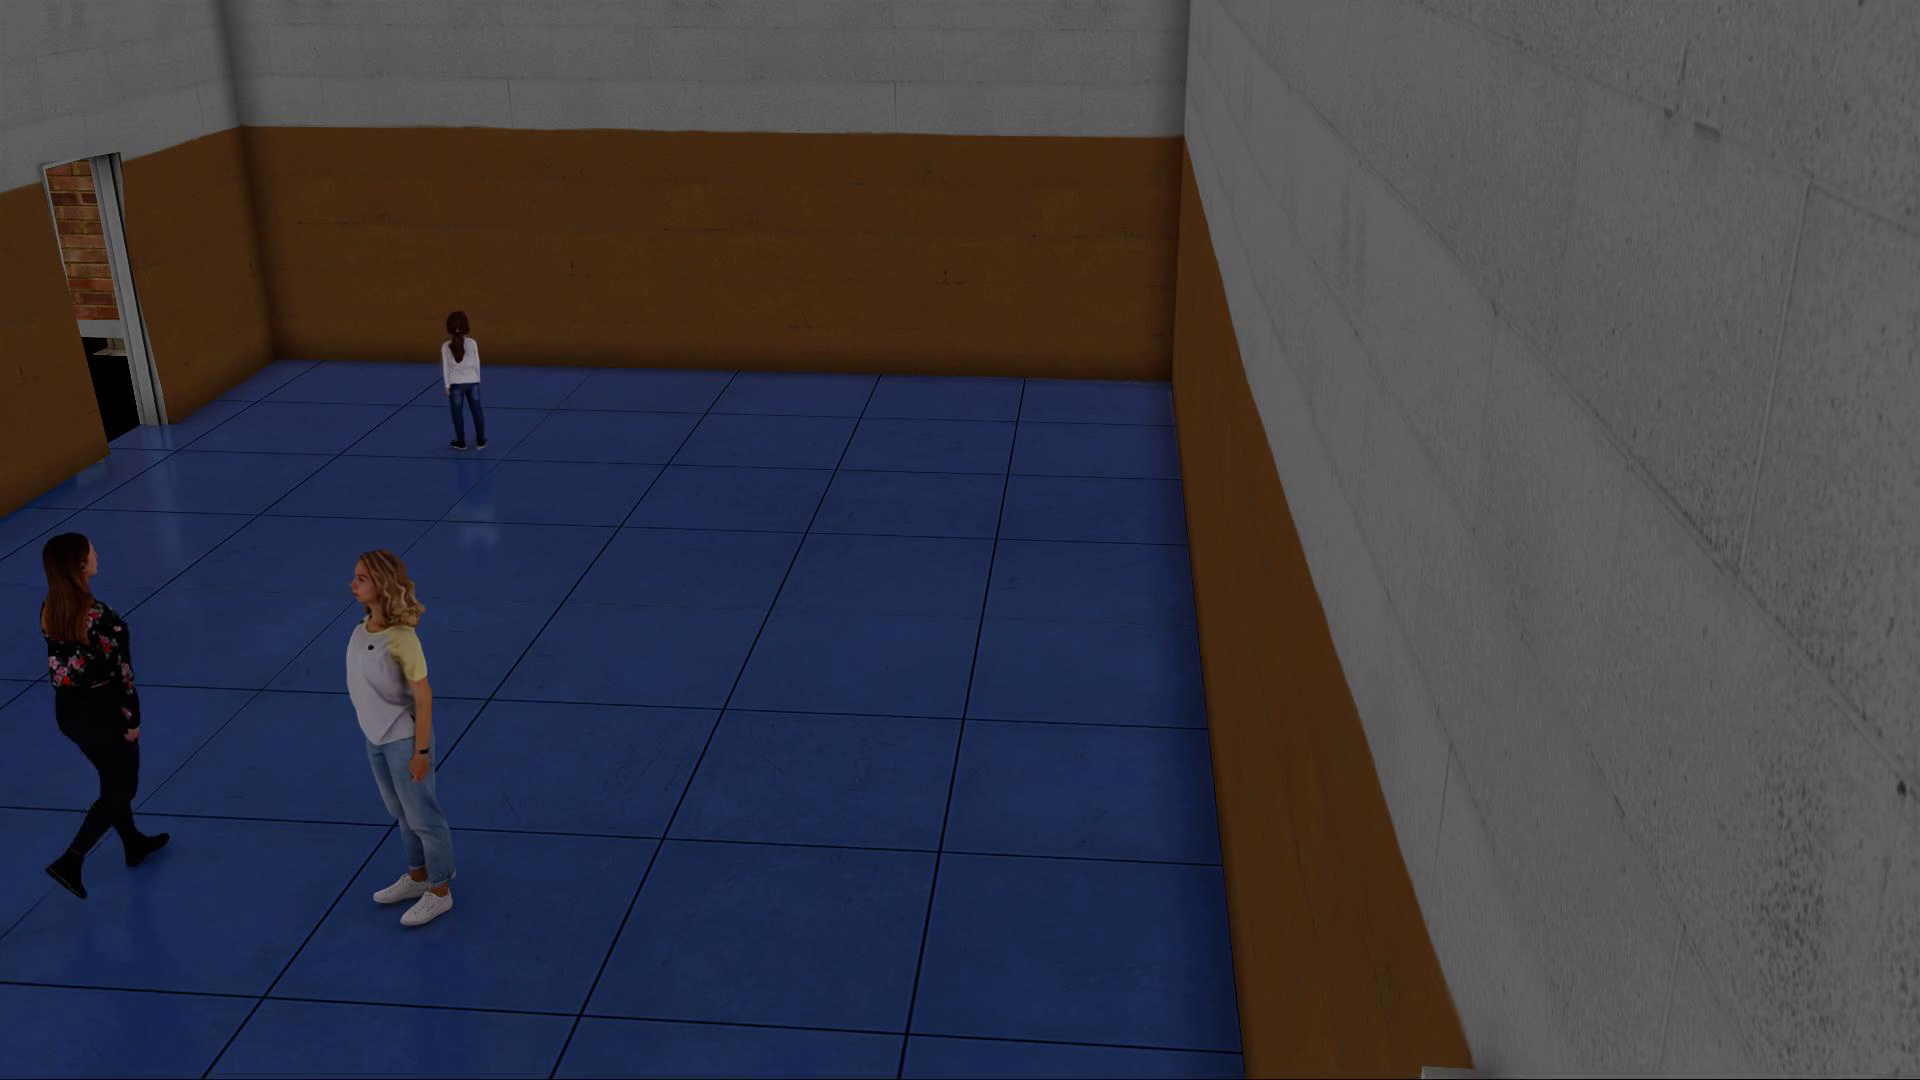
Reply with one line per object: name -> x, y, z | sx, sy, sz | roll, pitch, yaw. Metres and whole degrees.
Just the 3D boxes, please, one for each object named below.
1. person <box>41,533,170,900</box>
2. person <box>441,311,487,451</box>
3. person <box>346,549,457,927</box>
person -> -3.869, 0.800, 7.319 | 0.937, 1.664, 0.814 | 8, 23, 20
person -> -3.947, -1.271, 13.219 | 0.513, 1.107, 0.586 | -11, 24, -25
person -> -2.391, 0.839, 7.122 | 0.768, 1.723, 0.694 | -20, 29, -40
